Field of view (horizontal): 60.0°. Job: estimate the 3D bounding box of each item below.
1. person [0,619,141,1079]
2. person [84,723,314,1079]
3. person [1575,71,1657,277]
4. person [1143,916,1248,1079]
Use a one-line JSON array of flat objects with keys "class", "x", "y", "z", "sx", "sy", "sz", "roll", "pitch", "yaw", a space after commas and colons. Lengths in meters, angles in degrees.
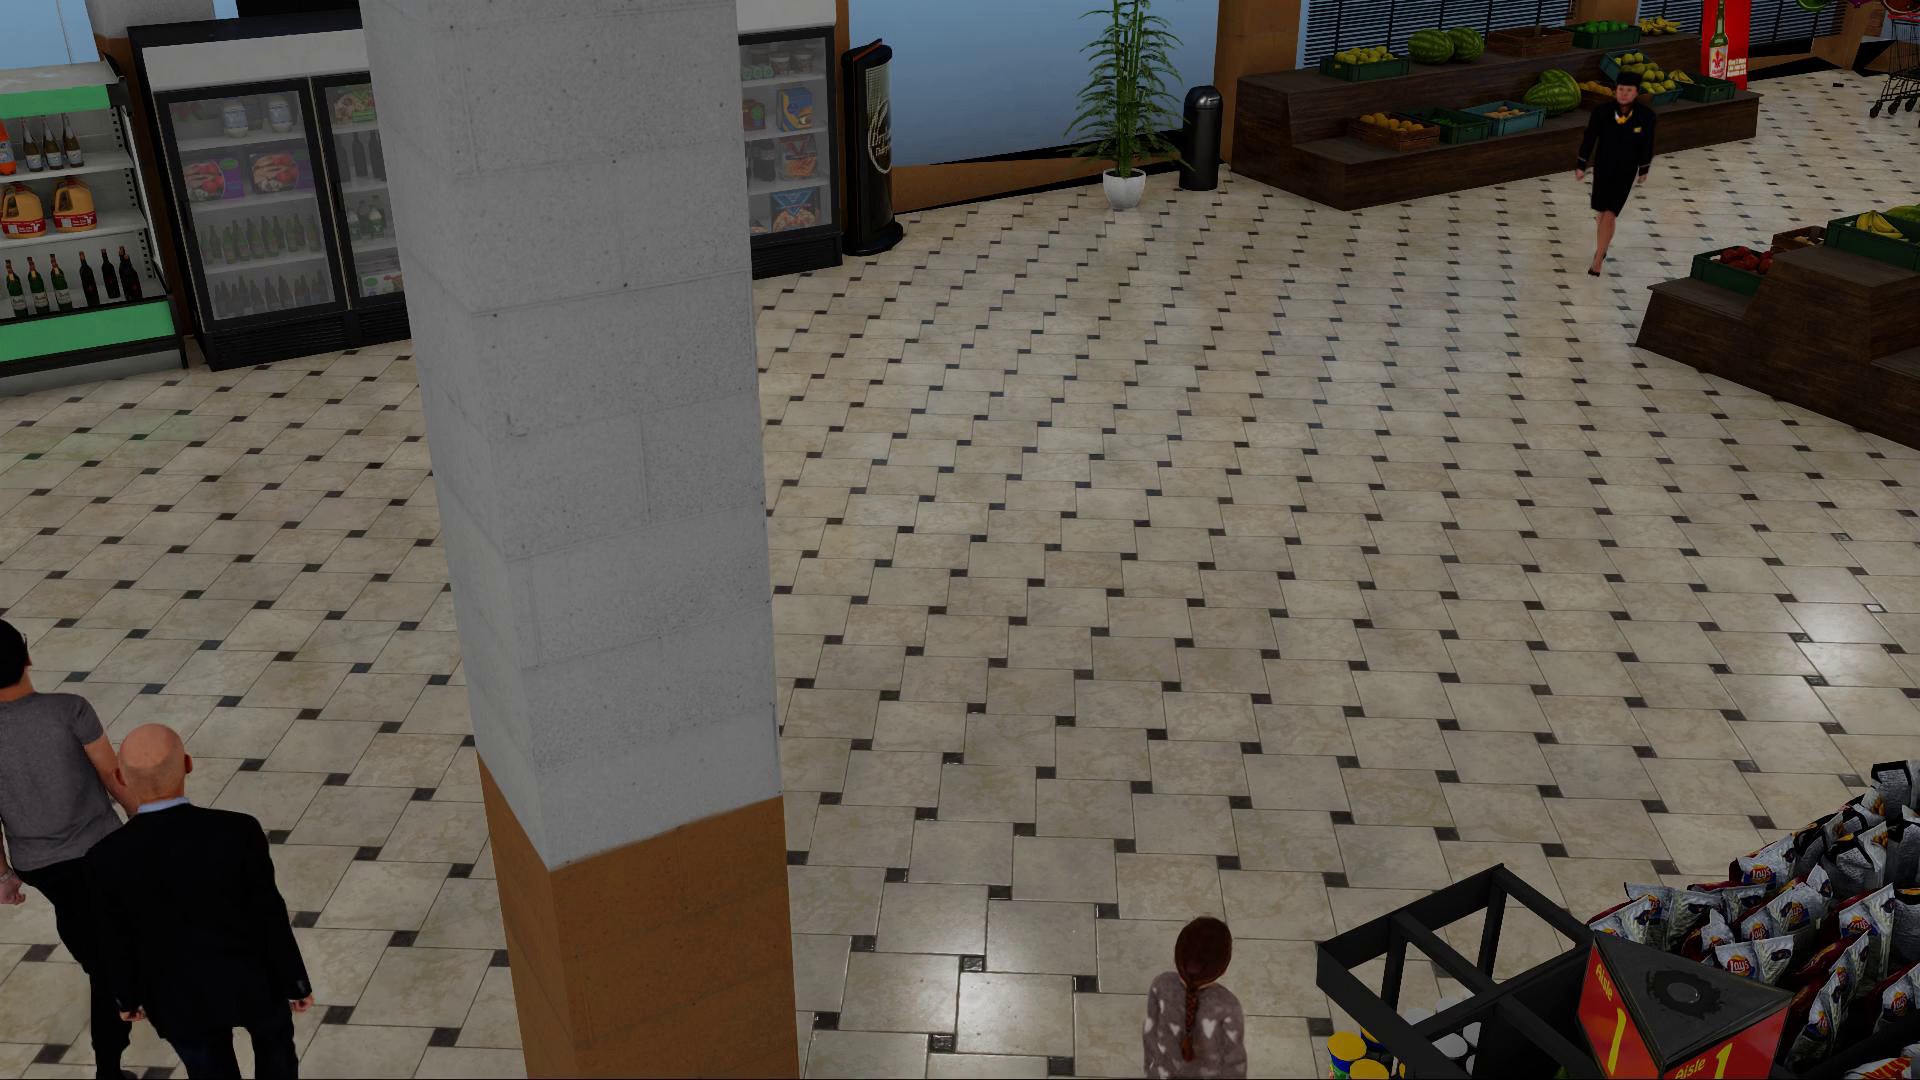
[{"class": "person", "x": -3.017, "y": 1.096, "z": 5.601, "sx": 1.177, "sy": 1.725, "sz": 0.958, "roll": -4, "pitch": 27, "yaw": -8}, {"class": "person", "x": -2.218, "y": 1.388, "z": 4.955, "sx": 0.628, "sy": 1.787, "sz": 0.813, "roll": -9, "pitch": 28, "yaw": -18}, {"class": "person", "x": 5.478, "y": -3.062, "z": 13.908, "sx": 1.031, "sy": 1.627, "sz": 1.194, "roll": 16, "pitch": 31, "yaw": 28}, {"class": "person", "x": 0.710, "y": 1.647, "z": 5.101, "sx": 0.558, "sy": 1.194, "sz": 0.587, "roll": 14, "pitch": 30, "yaw": 26}]
